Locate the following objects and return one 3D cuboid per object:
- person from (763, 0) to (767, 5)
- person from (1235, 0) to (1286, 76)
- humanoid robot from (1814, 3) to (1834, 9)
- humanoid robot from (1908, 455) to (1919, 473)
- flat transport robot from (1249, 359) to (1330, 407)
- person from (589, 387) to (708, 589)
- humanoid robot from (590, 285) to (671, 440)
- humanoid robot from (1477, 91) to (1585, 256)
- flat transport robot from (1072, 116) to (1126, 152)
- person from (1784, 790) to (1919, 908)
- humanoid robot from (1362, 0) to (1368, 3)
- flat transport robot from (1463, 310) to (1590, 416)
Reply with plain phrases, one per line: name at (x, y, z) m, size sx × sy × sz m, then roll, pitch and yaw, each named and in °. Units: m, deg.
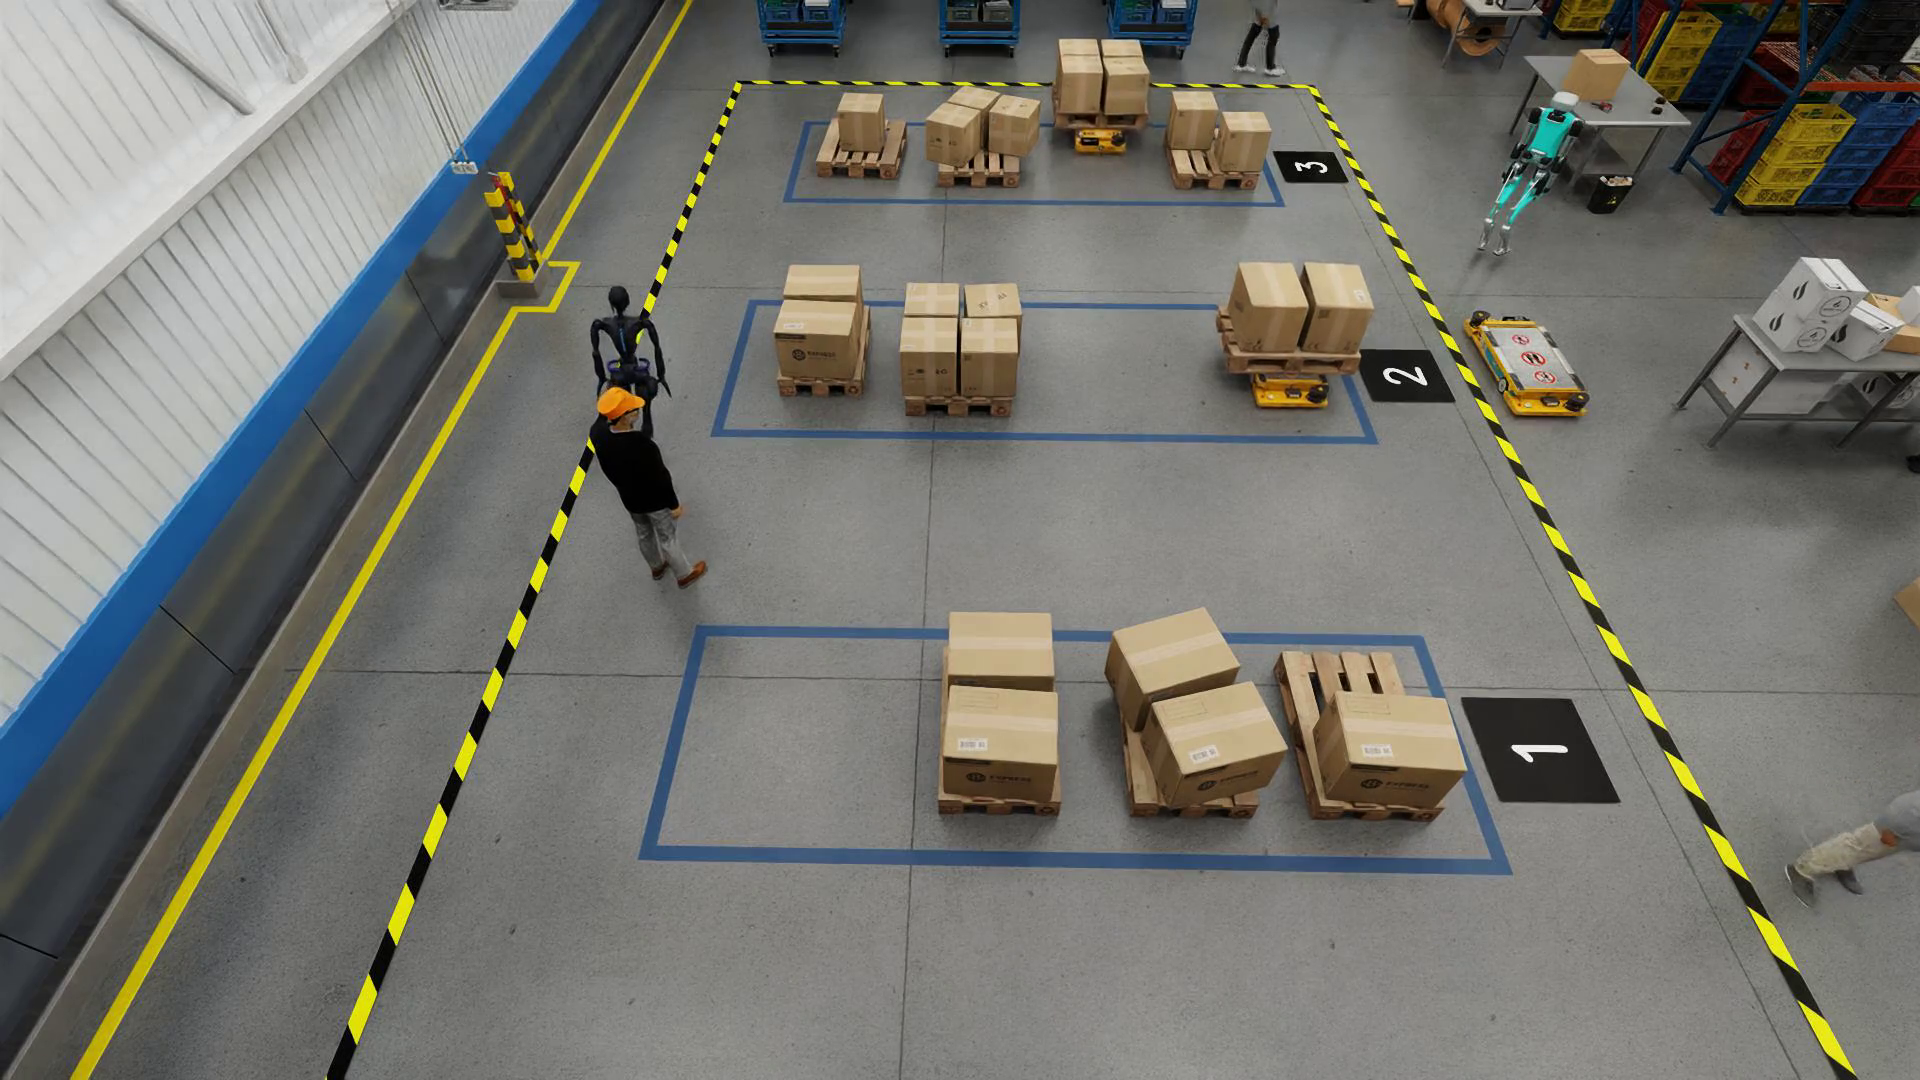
person at (-3.181, -9.830, 14.949) m, size 0.379 × 1.932 × 0.620 m, roll -2°, pitch 49°, yaw -2°
person at (4.516, -7.619, 13.103) m, size 0.821 × 1.825 × 0.593 m, roll 3°, pitch 49°, yaw 2°
humanoid robot at (12.921, -8.224, 13.674) m, size 0.993 × 1.733 × 0.551 m, roll -30°, pitch 55°, yaw -23°
humanoid robot at (8.613, -1.057, 7.532) m, size 0.587 × 1.629 × 0.583 m, roll 13°, pitch 50°, yaw 11°
flat transport robot at (3.175, -1.856, 9.122) m, size 0.652 × 0.197 × 1.431 m, roll 1°, pitch 49°, yaw 1°
person at (-2.314, -0.351, 6.772) m, size 0.585 × 1.879 × 0.394 m, roll 20°, pitch 52°, yaw 17°
humanoid robot at (-2.804, -1.376, 7.798) m, size 0.622 × 1.629 × 0.421 m, roll -10°, pitch 50°, yaw -8°
humanoid robot at (5.987, -3.824, 9.781) m, size 0.735 × 1.681 × 0.533 m, roll -36°, pitch 58°, yaw -27°
flat transport robot at (1.862, -5.710, 12.457) m, size 0.652 × 0.197 × 1.431 m, roll 1°, pitch 49°, yaw 1°
person at (5.467, 1.584, 5.168) m, size 0.572 × 1.768 × 0.399 m, roll -9°, pitch 50°, yaw -8°
humanoid robot at (6.698, -9.794, 15.115) m, size 0.739 × 1.645 × 0.609 m, roll 12°, pitch 50°, yaw 10°
flat transport robot at (5.573, -1.757, 9.054) m, size 0.659 × 0.231 × 1.431 m, roll 1°, pitch 49°, yaw 1°
